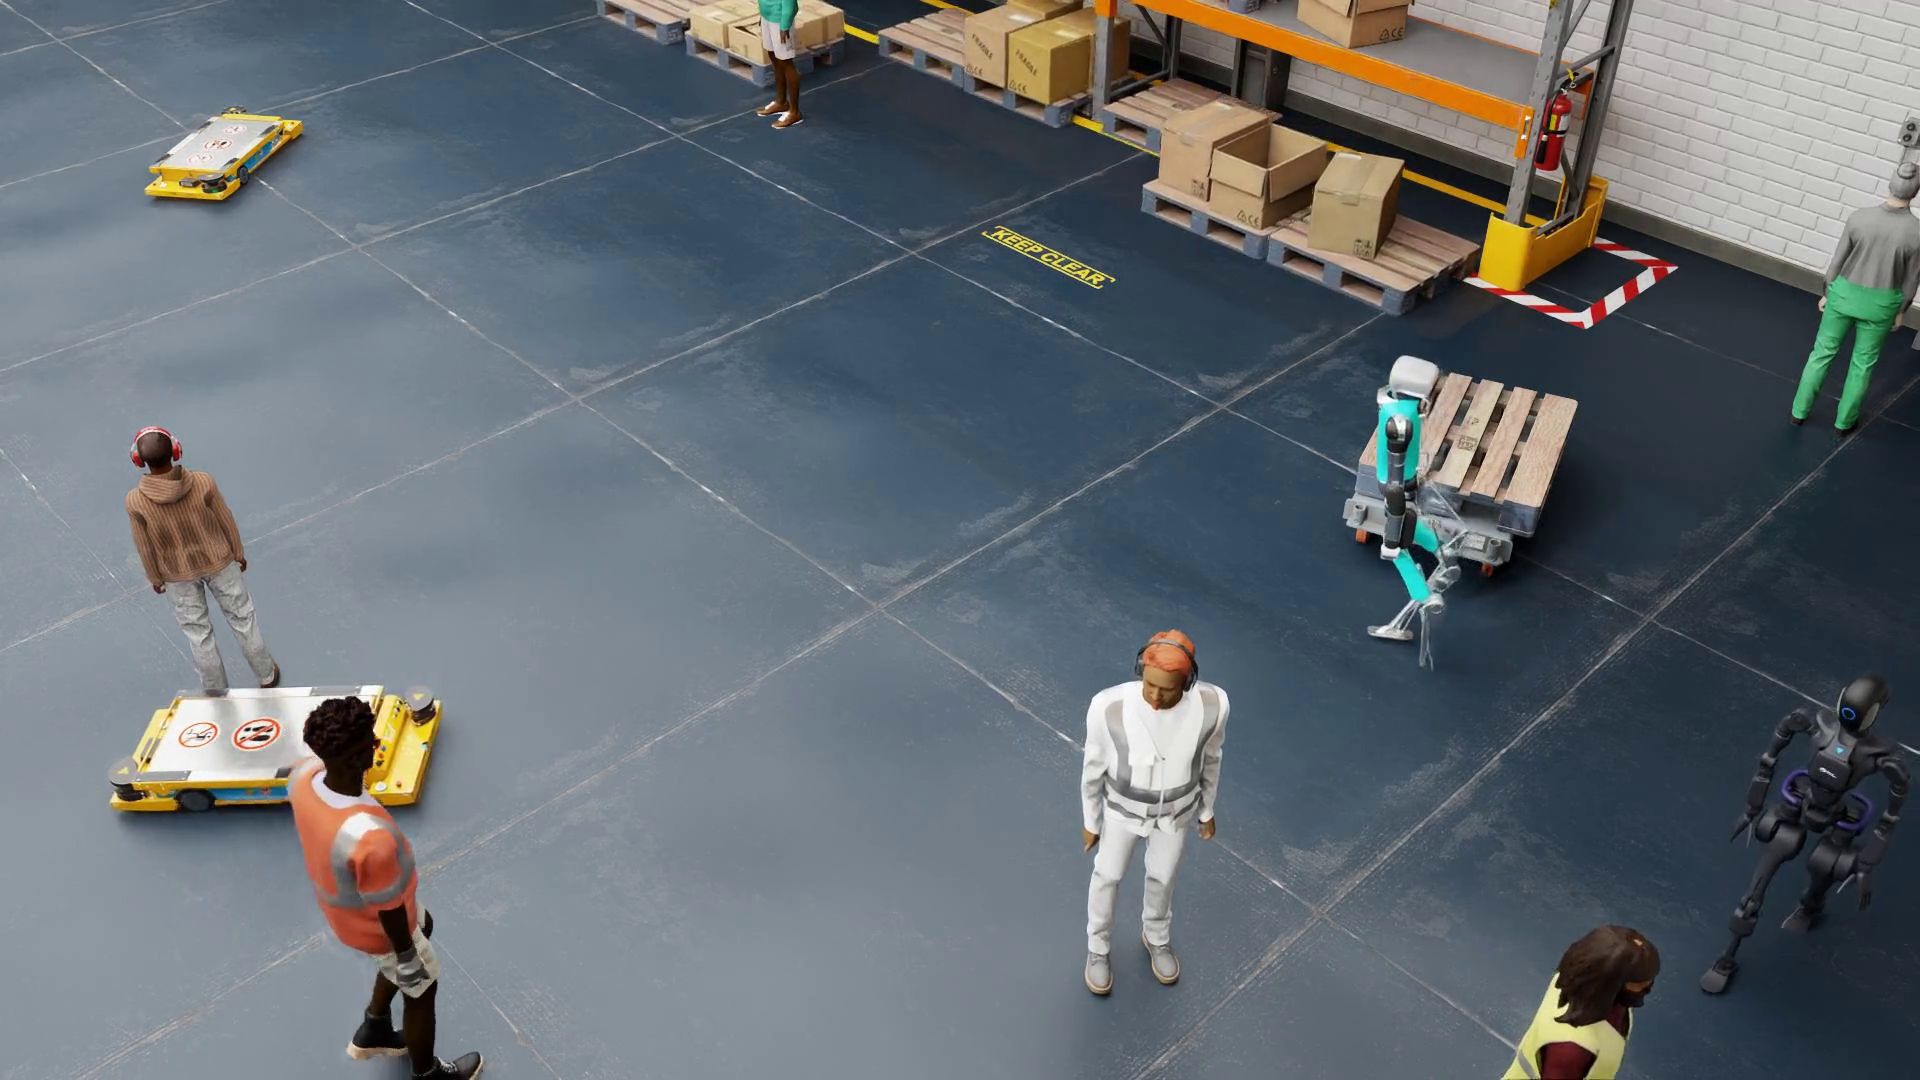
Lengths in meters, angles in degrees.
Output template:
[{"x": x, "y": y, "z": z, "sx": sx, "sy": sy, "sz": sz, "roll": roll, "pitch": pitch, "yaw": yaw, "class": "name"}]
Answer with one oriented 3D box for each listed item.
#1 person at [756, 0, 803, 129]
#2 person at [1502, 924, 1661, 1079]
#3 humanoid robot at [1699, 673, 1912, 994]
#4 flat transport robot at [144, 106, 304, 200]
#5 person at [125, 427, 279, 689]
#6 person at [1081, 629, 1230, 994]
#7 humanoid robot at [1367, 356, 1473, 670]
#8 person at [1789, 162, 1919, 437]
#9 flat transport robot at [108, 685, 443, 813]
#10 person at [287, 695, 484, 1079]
[{"x": -1.541, "y": -4.435, "z": 14.094, "sx": 0.376, "sy": 1.847, "sz": 0.506, "roll": -18, "pitch": 41, "yaw": -23, "class": "person"}, {"x": 2.083, "y": 1.936, "z": 5.730, "sx": 0.415, "sy": 1.768, "sz": 0.471, "roll": 22, "pitch": 42, "yaw": 26, "class": "person"}, {"x": 3.538, "y": 1.184, "z": 6.854, "sx": 0.589, "sy": 1.653, "sz": 0.776, "roll": 30, "pitch": 46, "yaw": 34, "class": "humanoid robot"}, {"x": -6.087, "y": -3.210, "z": 13.783, "sx": 0.659, "sy": 0.231, "sz": 1.431, "roll": 5, "pitch": 37, "yaw": 7, "class": "flat transport robot"}, {"x": -3.744, "y": 0.152, "z": 8.183, "sx": 0.456, "sy": 1.651, "sz": 0.336, "roll": -20, "pitch": 41, "yaw": -24, "class": "person"}, {"x": 0.768, "y": 1.102, "z": 6.737, "sx": 0.574, "sy": 1.882, "sz": 0.361, "roll": -5, "pitch": 37, "yaw": -6, "class": "person"}, {"x": 2.387, "y": -0.061, "z": 8.488, "sx": 0.724, "sy": 1.893, "sz": 0.541, "roll": 8, "pitch": 38, "yaw": 11, "class": "humanoid robot"}, {"x": 5.545, "y": -1.477, "z": 10.187, "sx": 0.510, "sy": 1.839, "sz": 0.340, "roll": 22, "pitch": 42, "yaw": 26, "class": "person"}, {"x": -3.345, "y": 1.024, "z": 8.177, "sx": 1.431, "sy": 0.231, "sz": 0.659, "roll": -1, "pitch": 37, "yaw": -2, "class": "flat transport robot"}, {"x": -2.190, "y": 1.378, "z": 6.318, "sx": 0.452, "sy": 1.940, "sz": 0.628, "roll": -30, "pitch": 47, "yaw": -34, "class": "person"}]
